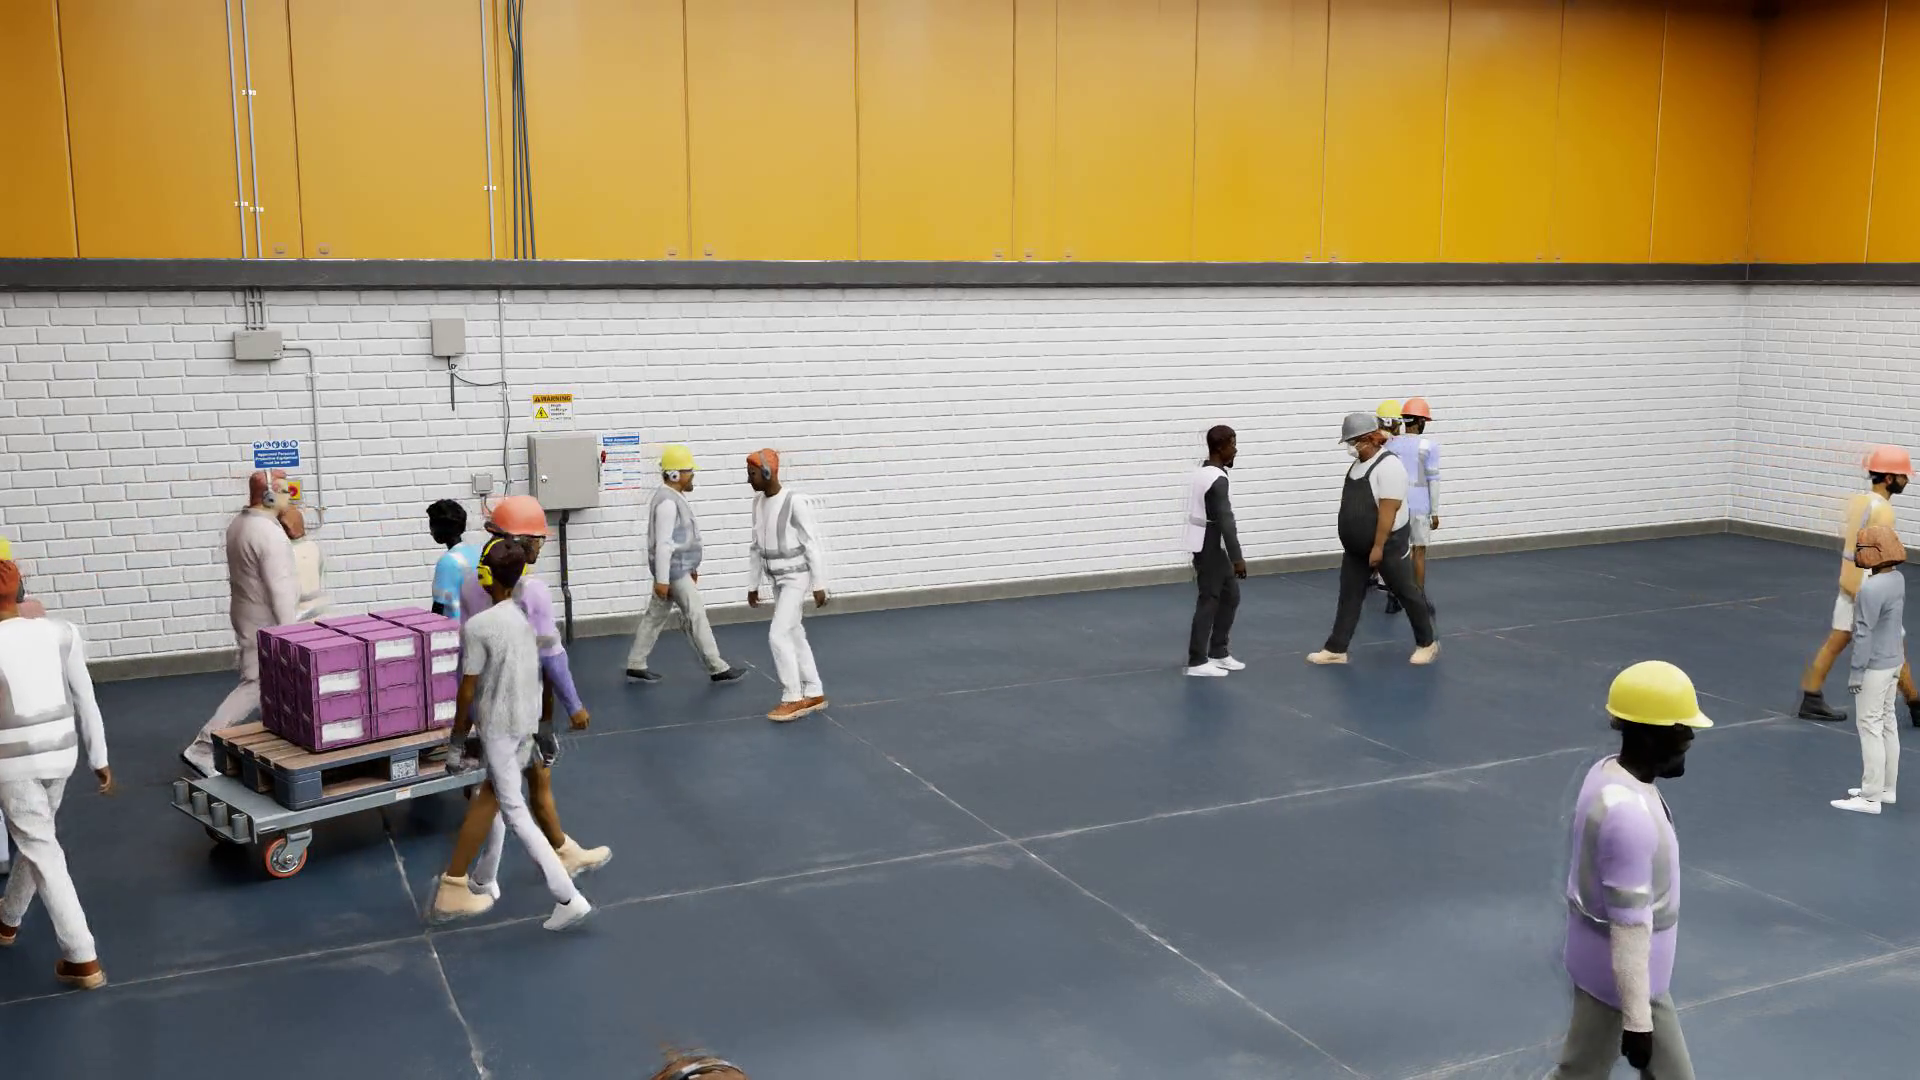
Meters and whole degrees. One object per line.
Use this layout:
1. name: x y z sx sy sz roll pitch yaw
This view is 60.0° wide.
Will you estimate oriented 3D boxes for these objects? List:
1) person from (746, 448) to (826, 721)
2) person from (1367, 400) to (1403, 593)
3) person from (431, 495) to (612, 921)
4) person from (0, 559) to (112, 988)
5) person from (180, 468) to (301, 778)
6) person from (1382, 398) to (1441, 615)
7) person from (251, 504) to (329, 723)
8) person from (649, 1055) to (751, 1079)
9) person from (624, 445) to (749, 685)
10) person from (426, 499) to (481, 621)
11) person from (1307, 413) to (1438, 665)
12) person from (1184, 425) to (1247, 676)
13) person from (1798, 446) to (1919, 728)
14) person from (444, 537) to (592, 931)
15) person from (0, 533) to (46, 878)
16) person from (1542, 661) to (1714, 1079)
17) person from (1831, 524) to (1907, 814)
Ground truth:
1. person: -1.208 0.295 11.329 0.657 1.846 0.585 -7 11 -36
2. person: 4.024 -0.414 15.795 0.404 1.829 0.591 -3 10 -18
3. person: -2.139 0.778 7.941 1.029 1.987 0.596 -8 12 -42
4. person: -4.073 0.977 7.180 1.027 1.819 0.594 5 11 29
5. person: -4.264 0.503 10.012 0.917 1.871 0.651 -7 12 -37
6. person: 3.985 -0.288 14.703 0.542 1.929 0.374 7 12 37
7. person: -4.202 0.563 10.458 0.831 1.595 0.509 4 10 25
8. person: -0.400 1.699 2.678 0.634 1.826 0.443 -6 11 -32
9. person: -2.063 0.193 12.175 0.925 1.783 0.613 -1 9 -8
10. person: -3.118 0.583 10.098 0.623 1.670 0.534 -1 9 -6
11. person: 3.255 -0.047 12.859 1.023 2.000 0.697 -3 10 -19
12. person: 1.987 0.091 12.443 0.613 1.901 0.602 0 9 1
13. person: 6.150 0.314 11.092 0.978 1.882 0.569 2 9 11
14. person: -2.094 0.898 7.751 0.979 1.822 0.528 5 10 28
15. person: -4.950 0.816 8.509 0.529 1.717 0.894 -6 11 -33
16. person: 1.975 1.282 5.077 0.962 1.890 0.594 4 10 23
17. person: 5.156 0.721 9.391 0.497 1.626 0.288 -9 13 -44
